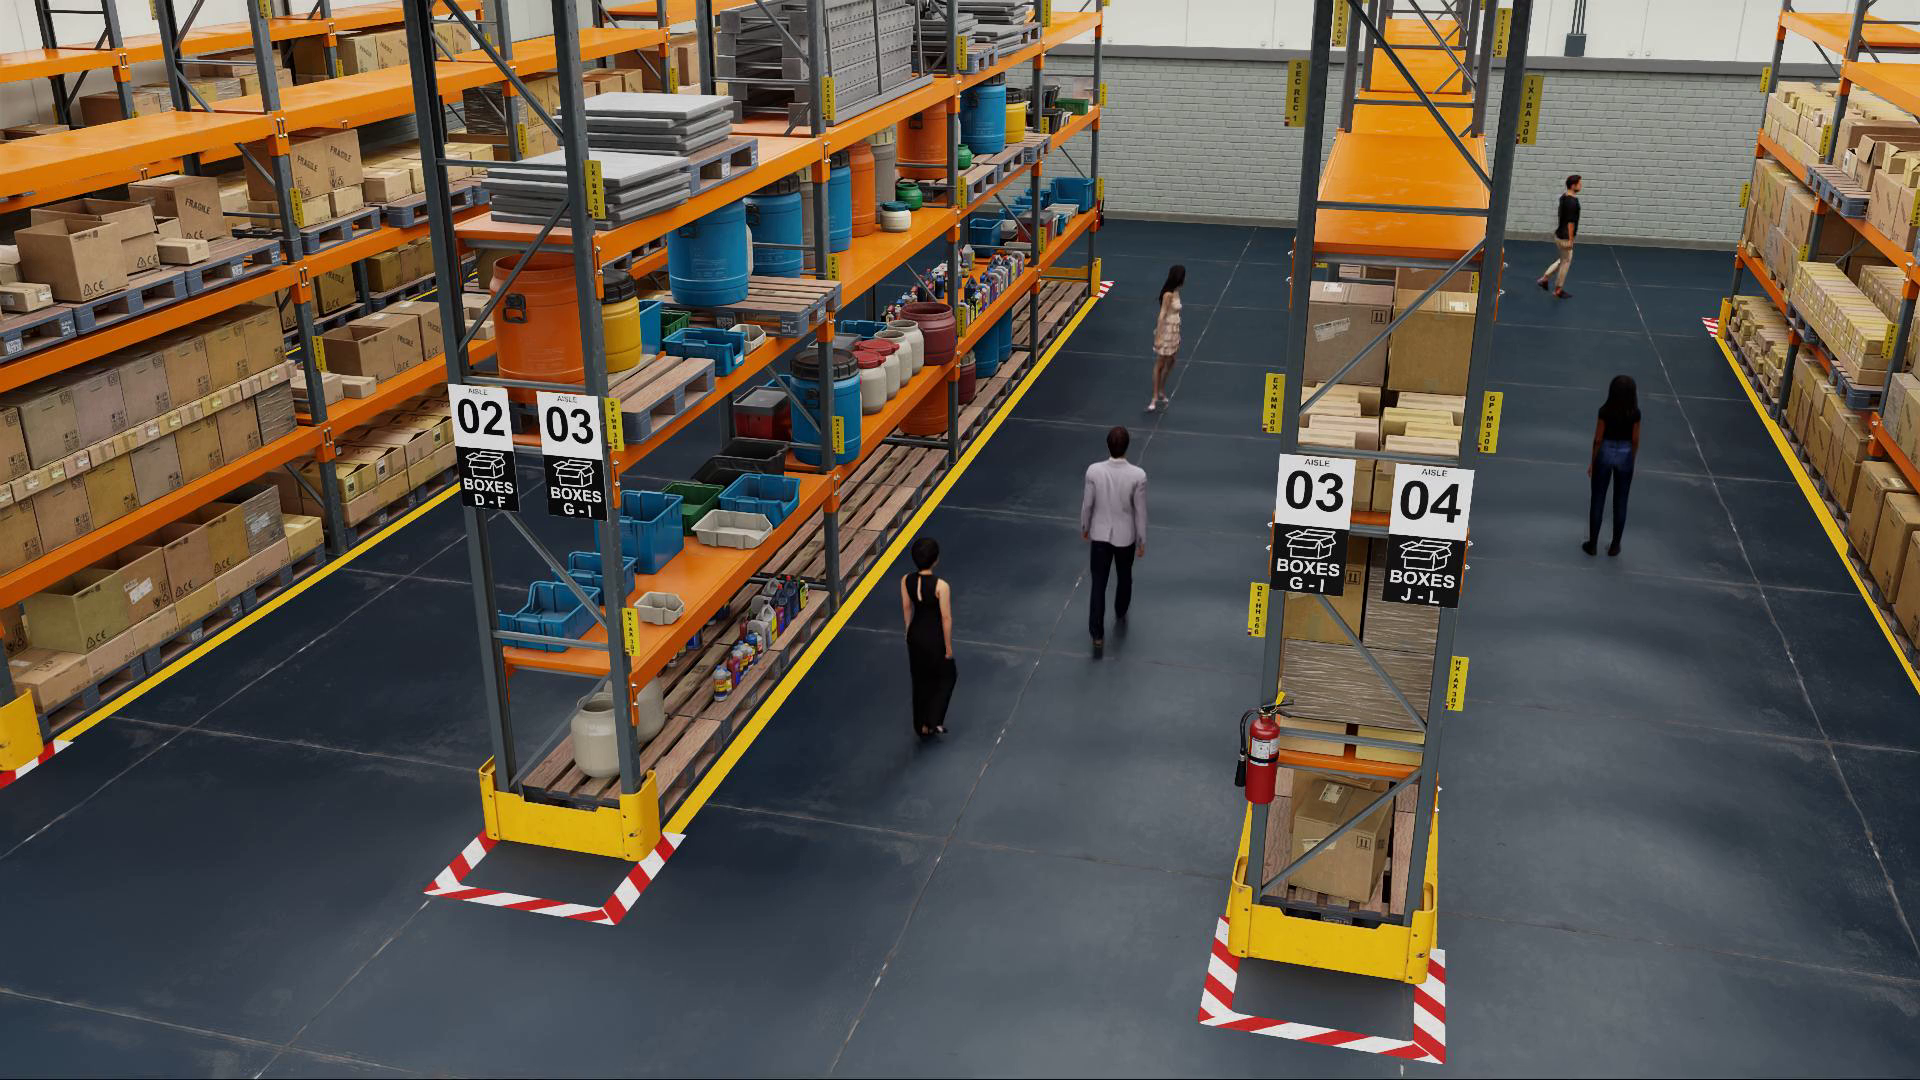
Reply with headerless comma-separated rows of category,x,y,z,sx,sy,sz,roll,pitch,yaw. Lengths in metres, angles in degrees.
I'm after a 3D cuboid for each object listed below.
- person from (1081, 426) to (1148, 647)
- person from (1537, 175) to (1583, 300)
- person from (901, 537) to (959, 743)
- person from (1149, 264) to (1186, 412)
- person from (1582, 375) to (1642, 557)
person,1.243,0.010,13.719,0.782,1.810,1.214,4,23,9
person,8.897,-4.493,24.691,0.808,1.837,0.756,1,22,1
person,-0.272,0.772,12.149,0.666,1.587,0.643,12,25,28
person,2.387,-2.388,19.705,0.755,1.717,0.543,18,28,37
person,6.104,-0.696,15.540,0.557,1.737,0.525,5,23,12
